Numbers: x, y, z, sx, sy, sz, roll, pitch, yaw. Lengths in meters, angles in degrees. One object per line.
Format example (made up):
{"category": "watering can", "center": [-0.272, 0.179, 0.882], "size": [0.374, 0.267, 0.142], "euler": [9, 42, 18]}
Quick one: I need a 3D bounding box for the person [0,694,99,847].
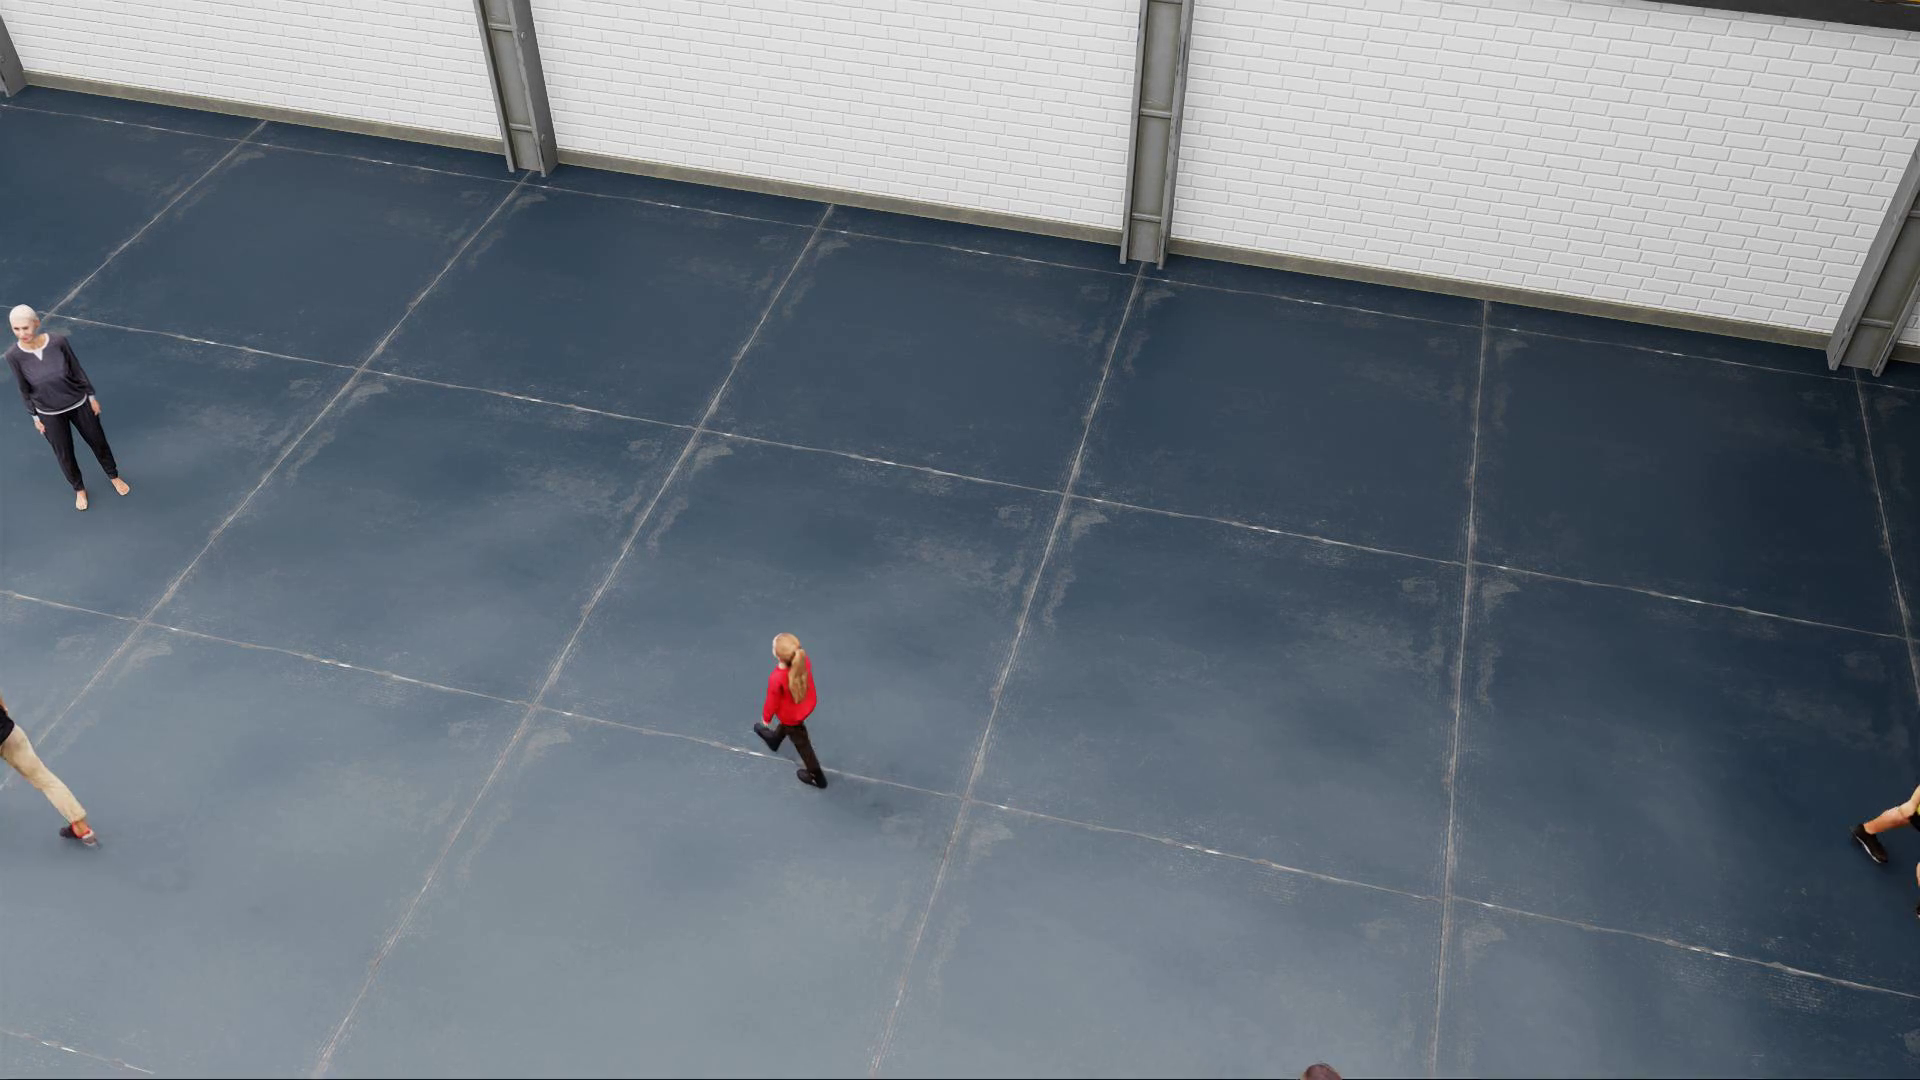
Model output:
{"category": "person", "center": [-5.619, 1.205, 9.750], "size": [1.184, 1.808, 0.705], "euler": [13, 45, 13]}

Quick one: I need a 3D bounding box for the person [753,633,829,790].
{"category": "person", "center": [-0.983, 1.080, 10.283], "size": [0.923, 1.253, 0.682], "euler": [24, 49, 23]}

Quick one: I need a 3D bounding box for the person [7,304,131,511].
{"category": "person", "center": [-6.547, -1.000, 12.123], "size": [0.686, 1.726, 0.728], "euler": [-25, 49, -24]}
